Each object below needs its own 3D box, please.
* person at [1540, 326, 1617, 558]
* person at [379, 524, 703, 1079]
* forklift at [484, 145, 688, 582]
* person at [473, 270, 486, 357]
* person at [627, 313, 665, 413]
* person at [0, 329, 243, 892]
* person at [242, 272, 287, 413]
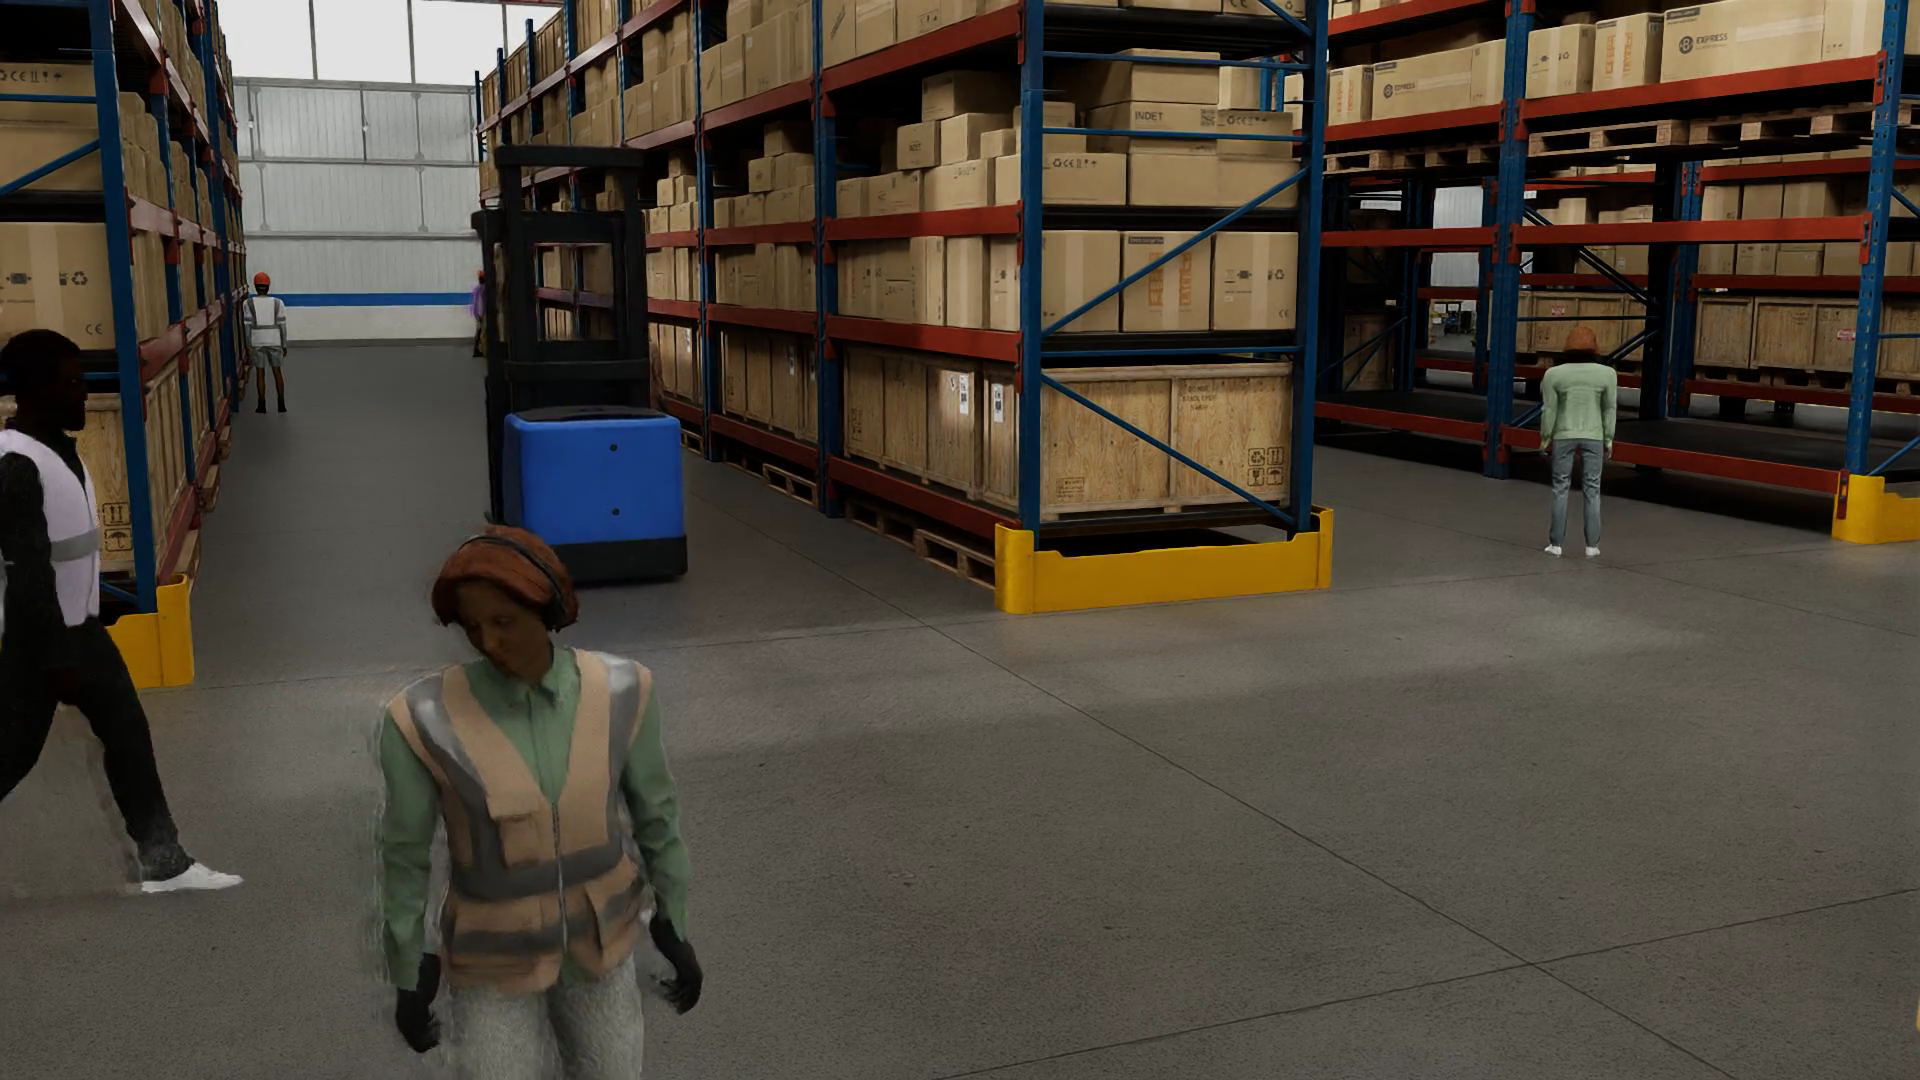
[{"bbox_3d":[4.337,-0.685,11.693,0.498,1.633,0.284,3,10,15],"label":"person"},{"bbox_3d":[-0.780,0.758,3.048,0.540,1.620,0.408,-7,12,-35],"label":"person"},{"bbox_3d":[-2.568,-1.217,11.153,1.129,2.768,1.873,-4,10,-22],"label":"forklift"},{"bbox_3d":[-10.407,-4.950,36.392,0.648,1.909,0.569,-5,11,-27],"label":"person"},{"bbox_3d":[-2.956,-1.256,15.109,0.537,1.625,0.467,-5,11,-29],"label":"person"},{"bbox_3d":[-2.919,0.274,5.260,0.996,1.885,0.600,-2,10,-12],"label":"person"},{"bbox_3d":[-9.589,-2.718,22.962,0.553,1.935,0.363,-6,11,-30],"label":"person"}]
